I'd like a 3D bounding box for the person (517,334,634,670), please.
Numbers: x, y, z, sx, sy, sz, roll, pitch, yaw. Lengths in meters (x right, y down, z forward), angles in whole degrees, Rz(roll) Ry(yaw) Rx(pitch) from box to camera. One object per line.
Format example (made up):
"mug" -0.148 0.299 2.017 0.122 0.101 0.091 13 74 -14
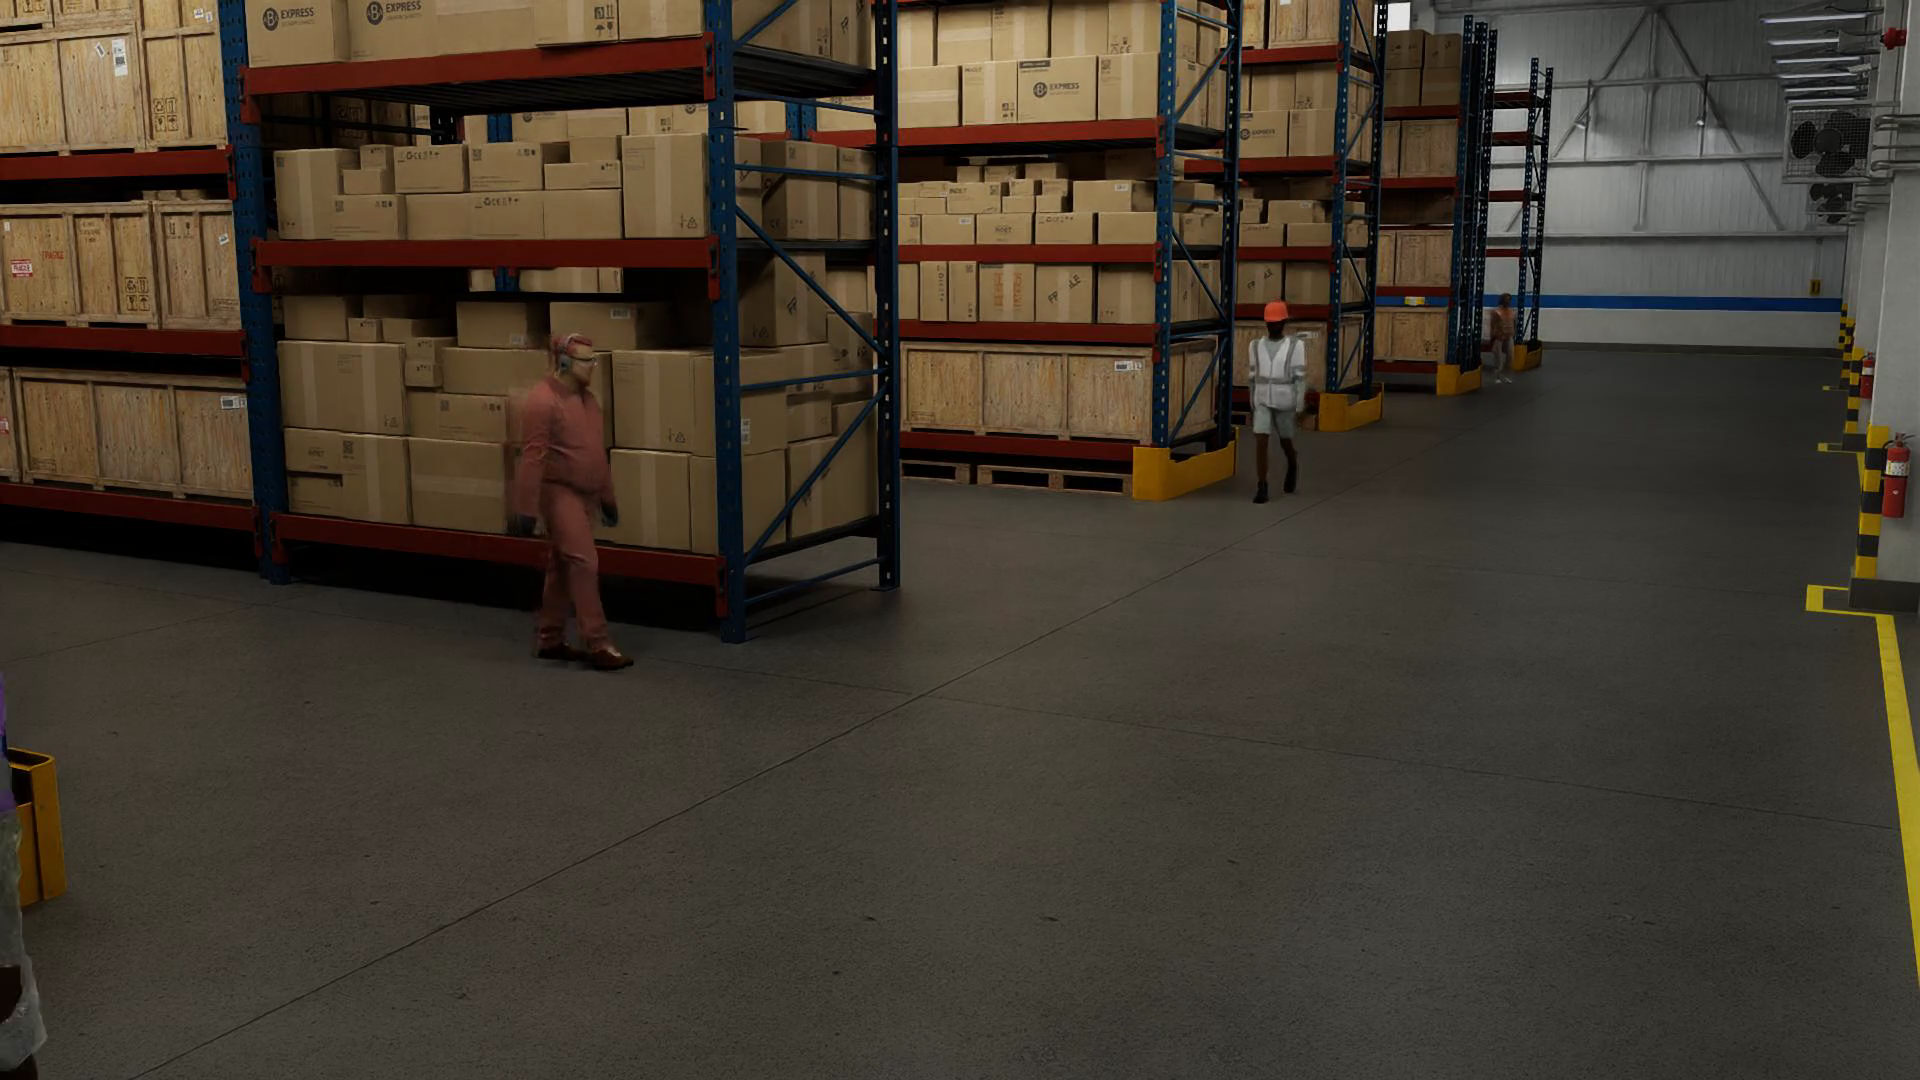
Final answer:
"person" -2.085 -0.209 9.338 0.842 1.873 0.658 3 10 16

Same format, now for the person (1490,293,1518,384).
"person" 9.678 -3.562 29.519 0.532 1.616 0.649 -1 10 -4

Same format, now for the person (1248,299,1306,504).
"person" 3.001 -1.318 15.701 0.553 1.910 0.857 5 11 26

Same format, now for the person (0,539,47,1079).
"person" -2.207 0.797 3.451 0.547 1.917 0.660 3 10 17
